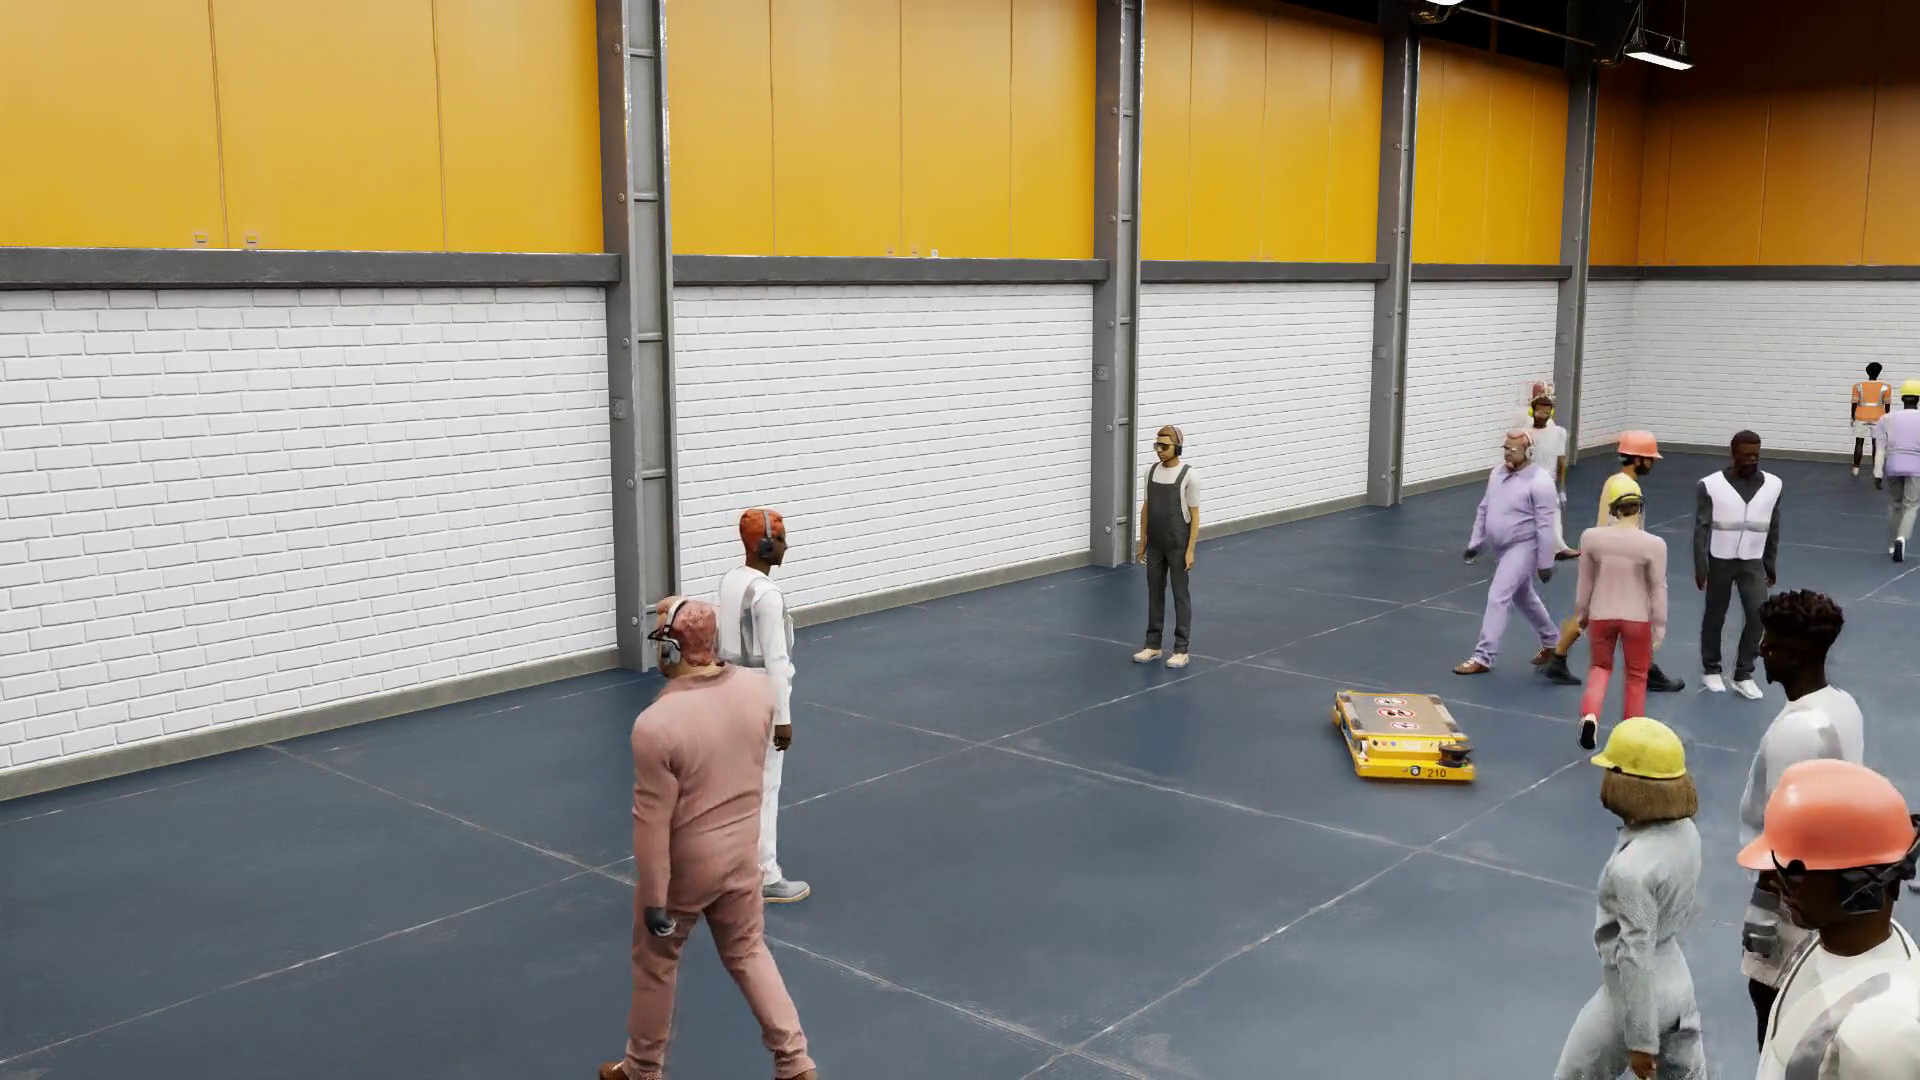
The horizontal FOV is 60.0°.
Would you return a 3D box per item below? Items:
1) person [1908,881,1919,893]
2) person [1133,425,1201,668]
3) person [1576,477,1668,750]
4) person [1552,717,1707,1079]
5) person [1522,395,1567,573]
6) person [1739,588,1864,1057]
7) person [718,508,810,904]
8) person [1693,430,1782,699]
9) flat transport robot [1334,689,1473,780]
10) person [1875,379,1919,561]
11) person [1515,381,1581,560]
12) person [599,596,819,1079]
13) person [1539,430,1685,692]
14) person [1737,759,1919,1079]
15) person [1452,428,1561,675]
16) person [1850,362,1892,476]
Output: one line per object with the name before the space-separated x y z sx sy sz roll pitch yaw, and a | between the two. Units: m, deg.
person | 4.816 0.831 7.762 0.386 1.841 0.568 -1 9 -8
person | 1.581 0.047 12.680 0.507 1.846 0.345 7 12 38
person | 4.041 0.492 10.206 0.560 1.742 0.470 7 11 37
person | 2.055 1.356 4.899 0.486 1.702 0.881 -9 13 -44
person | 5.609 -0.497 16.113 0.518 1.839 0.748 2 9 14
person | 2.821 1.131 5.558 0.469 1.949 0.605 7 12 39
person | -0.960 0.786 7.932 0.337 1.876 0.584 -5 10 -30
person | 5.489 0.175 11.721 0.639 1.890 0.703 0 9 3
flat transport robot | 2.745 1.194 10.397 0.652 0.197 1.431 1 9 7
person | 9.923 -0.738 17.465 0.587 1.899 0.829 7 12 39
person | 6.131 -0.718 17.364 0.863 1.872 0.680 -1 9 -5
person | -0.908 1.116 5.865 0.869 1.877 0.654 8 12 40
person | 4.682 0.150 11.917 0.964 1.895 0.541 1 9 4
person | 1.728 1.434 3.373 0.382 2.037 0.606 3 10 20
person | 4.201 0.075 12.479 1.006 1.859 0.645 -2 9 -13
person | 13.484 -1.786 24.649 0.540 1.696 0.315 5 10 27
